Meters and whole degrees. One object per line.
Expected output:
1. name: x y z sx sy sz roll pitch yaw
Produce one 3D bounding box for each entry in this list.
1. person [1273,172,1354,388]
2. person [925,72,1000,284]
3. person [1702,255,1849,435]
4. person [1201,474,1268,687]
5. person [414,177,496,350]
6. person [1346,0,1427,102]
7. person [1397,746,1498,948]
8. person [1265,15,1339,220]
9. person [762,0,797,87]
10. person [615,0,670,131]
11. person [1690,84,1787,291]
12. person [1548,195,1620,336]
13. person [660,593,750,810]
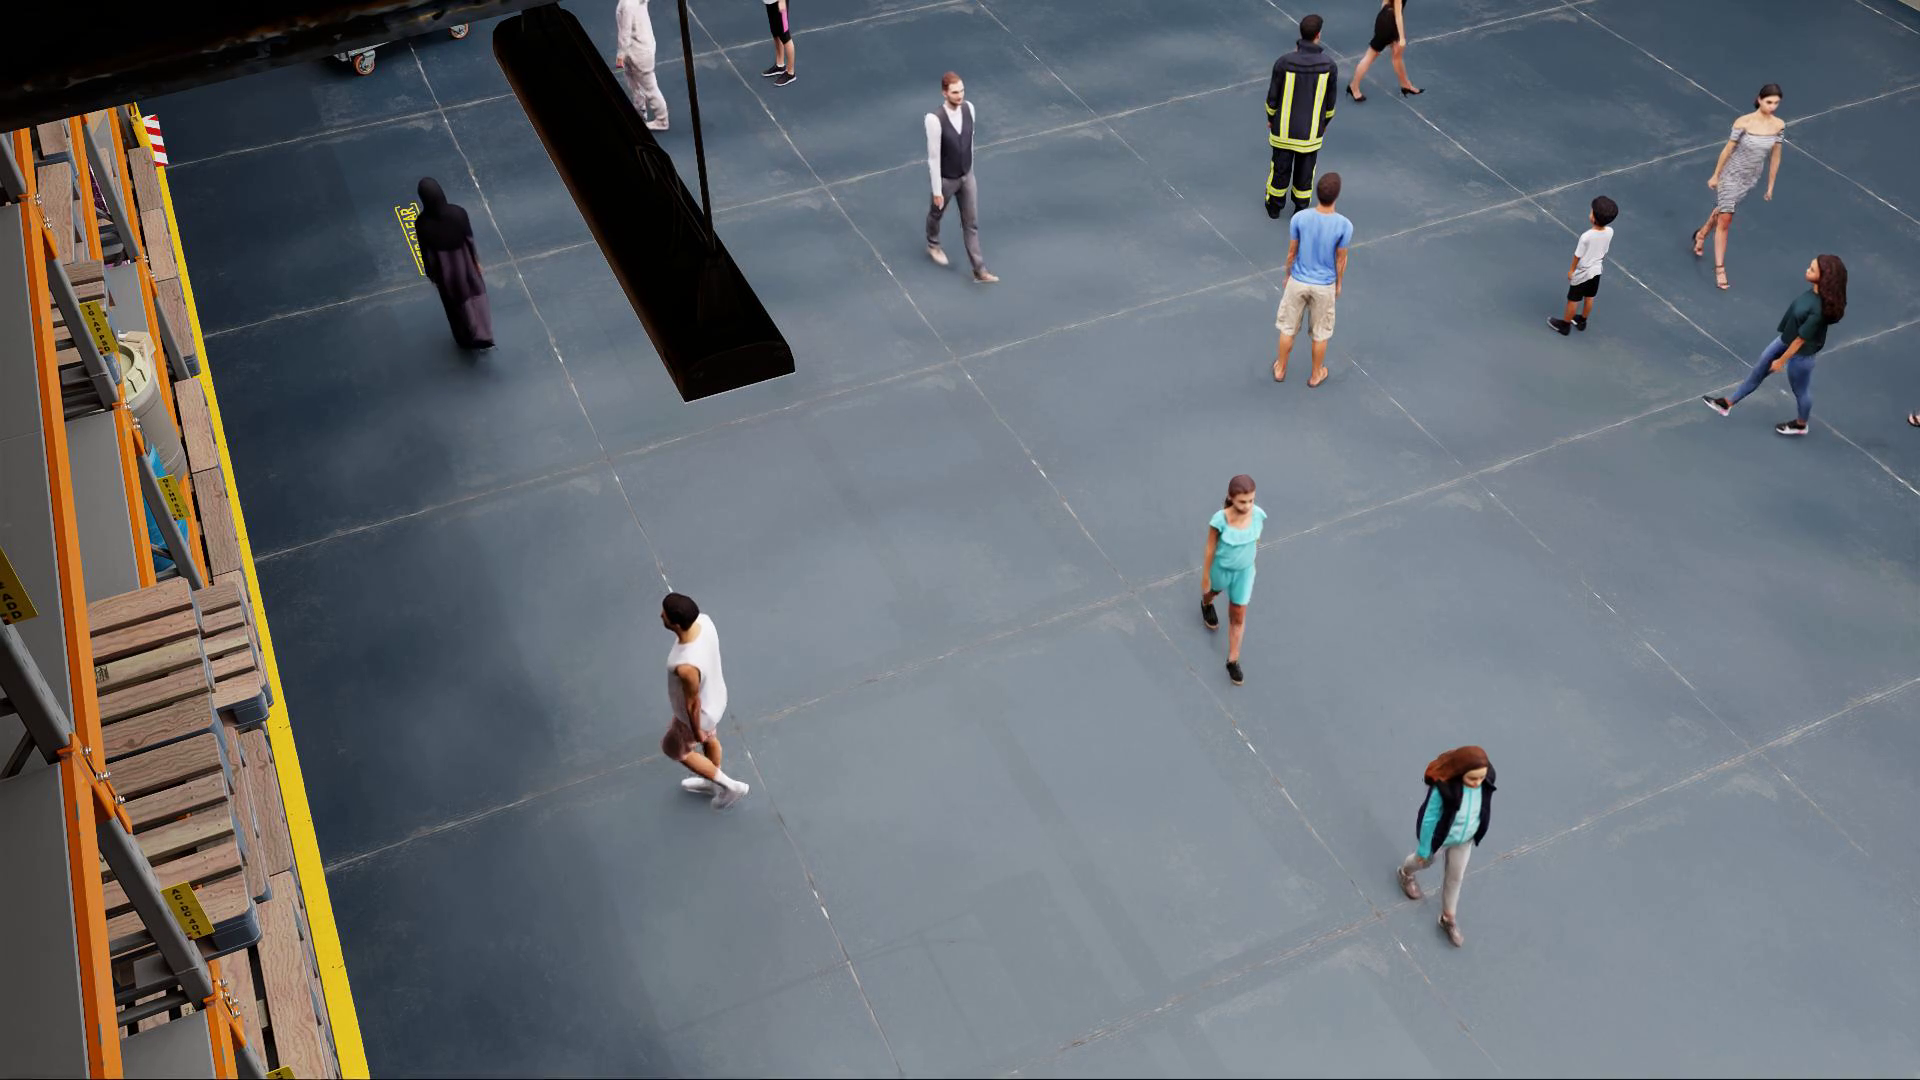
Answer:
1. person: 2.778 -2.038 13.108 0.727 1.863 0.778 13 45 13
2. person: -0.130 -3.148 14.248 0.815 1.897 1.232 -25 49 -24
3. person: 6.471 -1.428 12.675 1.069 1.577 1.055 10 45 10
4. person: 1.770 0.137 11.075 0.767 1.519 1.129 -6 44 -6
5. person: -4.087 -2.179 13.446 0.624 1.601 0.832 -14 45 -15
6. person: 4.132 -5.048 16.450 1.007 1.610 1.045 5 44 6
7. person: 2.756 1.632 9.534 0.641 1.479 0.868 -13 45 -13
8. person: 3.030 -3.760 14.872 0.891 1.923 0.891 5 44 5
9. person: -1.849 -5.478 16.773 0.690 1.787 0.494 -24 48 -23
10. person: -3.014 -4.743 16.089 0.860 1.667 0.804 0 44 0
11. person: 6.665 -3.126 14.310 0.900 1.779 1.158 -1 44 -1
12. person: 5.214 -2.271 13.792 0.478 1.256 0.473 -16 46 -16
13. person: -1.499 0.991 9.991 0.895 1.775 0.840 8 44 9
